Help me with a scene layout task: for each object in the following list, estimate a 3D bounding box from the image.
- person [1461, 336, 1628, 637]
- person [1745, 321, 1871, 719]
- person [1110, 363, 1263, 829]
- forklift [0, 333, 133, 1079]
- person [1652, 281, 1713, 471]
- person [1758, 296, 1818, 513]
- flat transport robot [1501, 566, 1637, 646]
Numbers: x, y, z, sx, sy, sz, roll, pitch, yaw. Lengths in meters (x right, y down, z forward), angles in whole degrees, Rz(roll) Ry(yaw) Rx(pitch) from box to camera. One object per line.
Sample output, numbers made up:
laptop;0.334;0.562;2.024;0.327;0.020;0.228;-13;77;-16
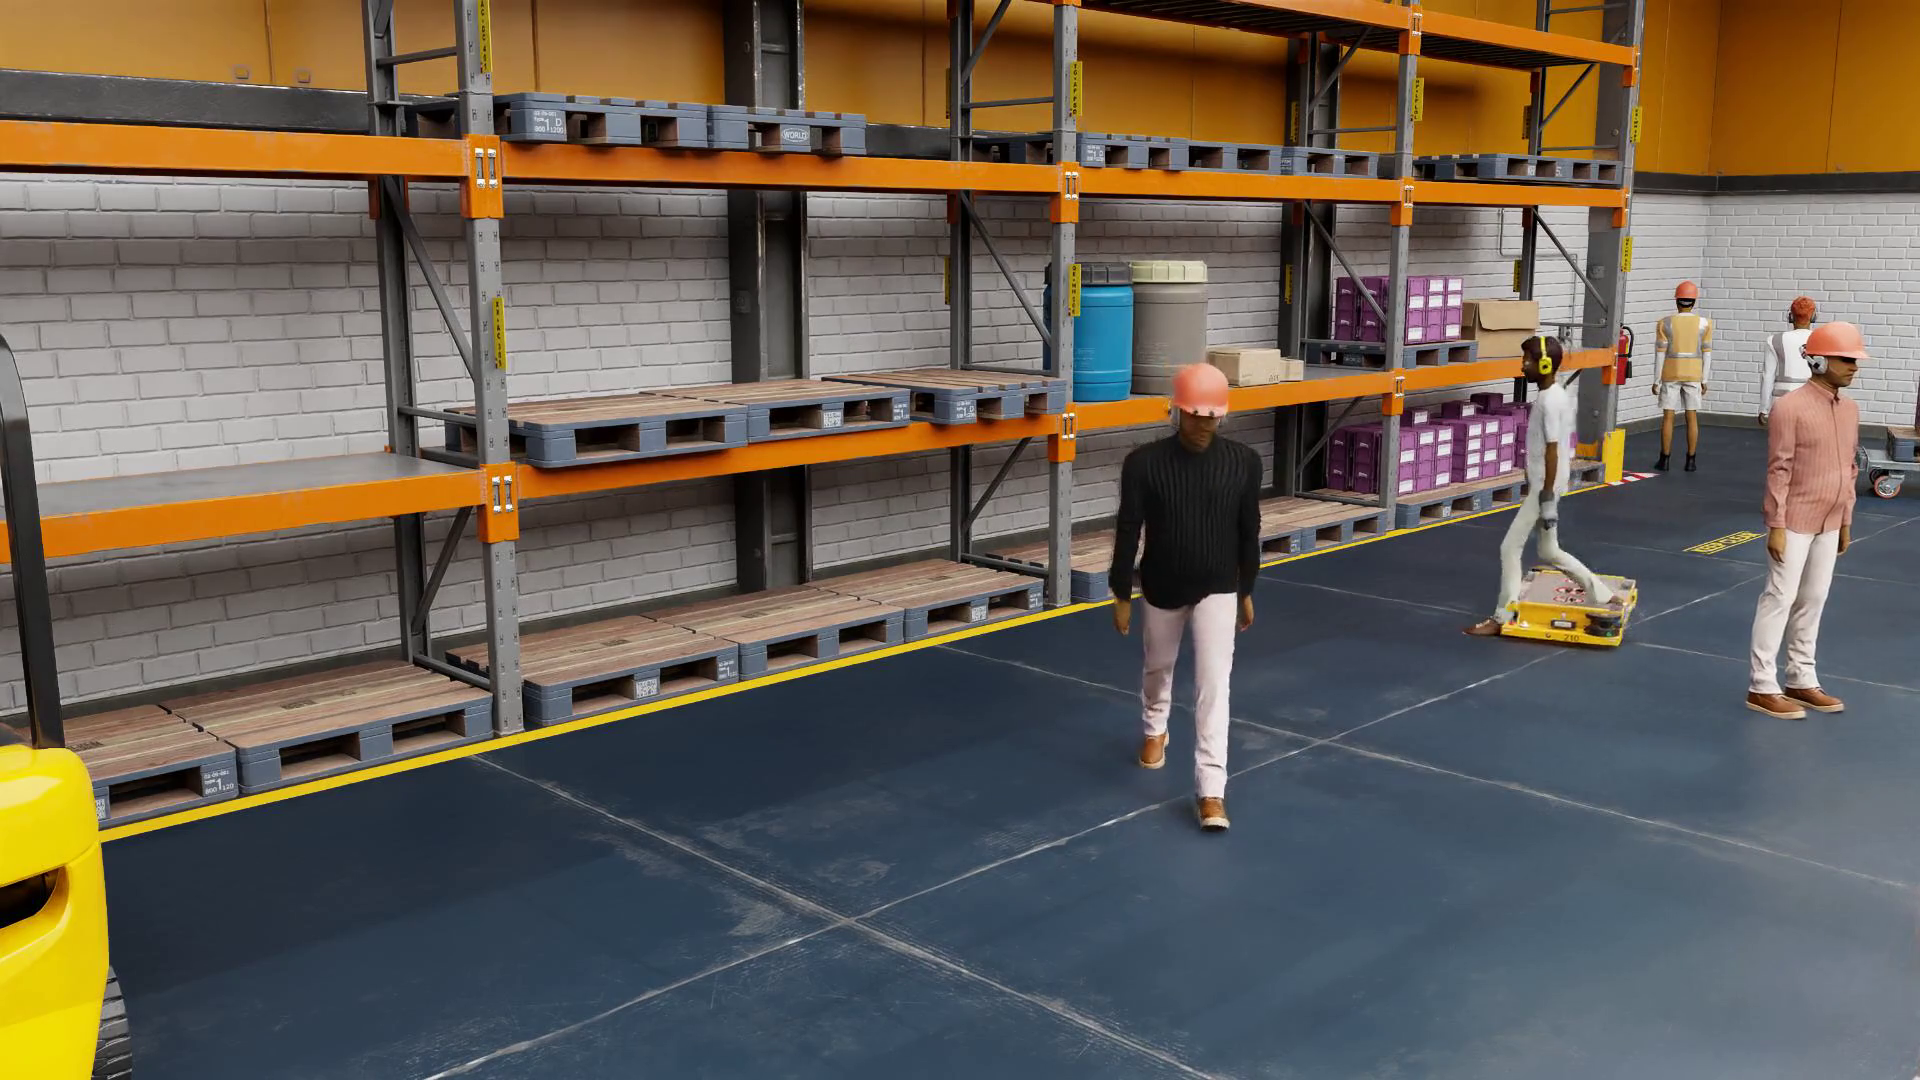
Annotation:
person;3.517;-0.295;9.853;0.892;1.825;0.543;4;11;20
person;4.269;-0.097;8.338;0.619;1.990;0.400;-5;12;-27
person;0.955;0.174;7.110;0.637;1.912;1.150;0;10;2
forklift;-3.289;0.485;4.582;1.214;2.155;2.313;-10;14;-44
person;7.368;-1.666;17.008;0.542;1.939;0.366;3;11;15
person;7.159;-1.133;14.246;0.574;1.887;0.355;5;11;24
flat transport robot;3.808;0.393;10.331;0.652;0.197;1.431;5;12;25
